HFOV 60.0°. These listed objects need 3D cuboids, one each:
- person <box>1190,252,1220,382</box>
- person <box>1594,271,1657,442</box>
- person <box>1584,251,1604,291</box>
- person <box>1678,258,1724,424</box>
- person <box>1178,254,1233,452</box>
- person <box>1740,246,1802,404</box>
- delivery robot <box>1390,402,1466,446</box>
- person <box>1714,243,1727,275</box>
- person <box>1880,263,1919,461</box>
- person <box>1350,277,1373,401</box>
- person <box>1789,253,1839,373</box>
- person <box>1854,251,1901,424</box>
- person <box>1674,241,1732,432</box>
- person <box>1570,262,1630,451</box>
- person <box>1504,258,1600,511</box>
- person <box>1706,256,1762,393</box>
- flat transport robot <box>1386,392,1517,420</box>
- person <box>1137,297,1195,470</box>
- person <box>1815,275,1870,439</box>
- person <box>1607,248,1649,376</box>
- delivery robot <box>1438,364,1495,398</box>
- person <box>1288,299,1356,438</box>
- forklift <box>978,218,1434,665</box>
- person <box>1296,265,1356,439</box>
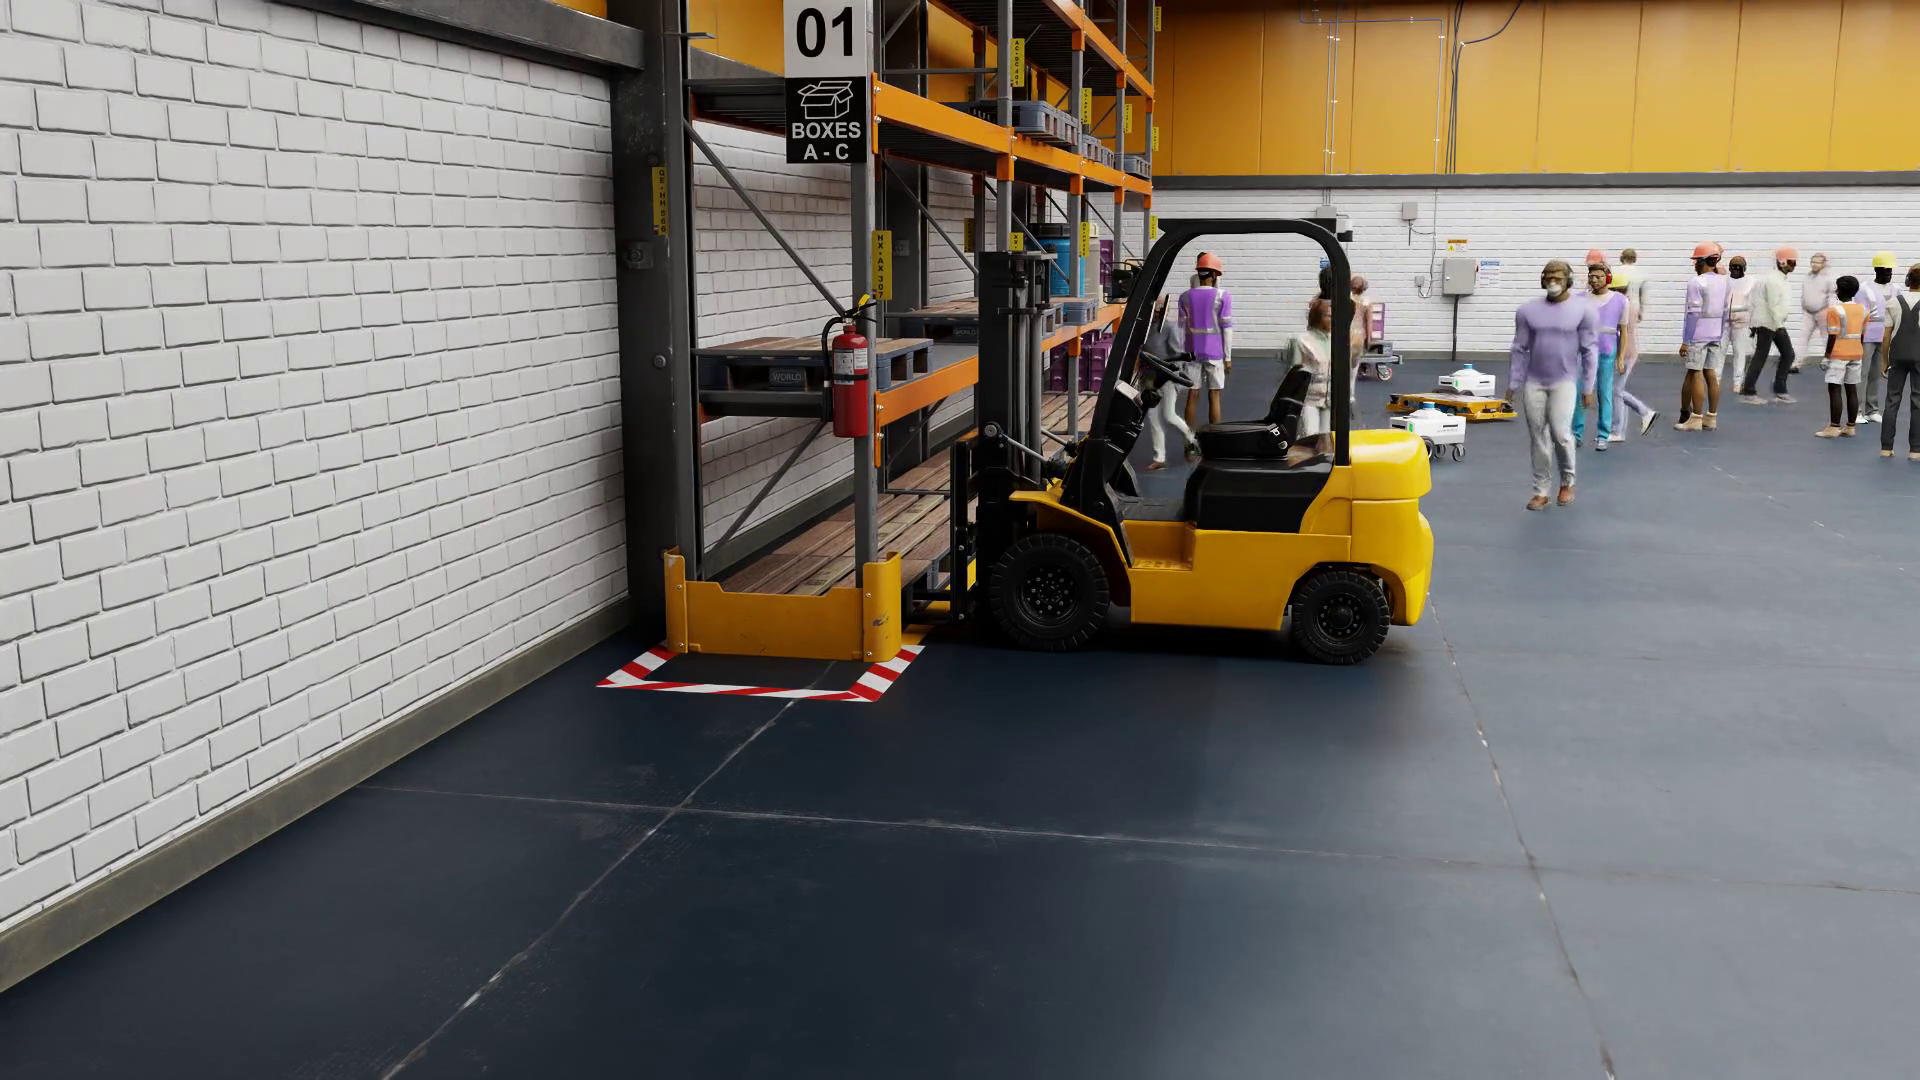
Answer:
[{"bbox_3d":[3.521,-3.228,24.130,0.520,1.865,0.332,8,13,36],"label":"person"},{"bbox_3d":[6.809,-1.861,16.971,0.591,1.746,0.534,2,10,9],"label":"person"},{"bbox_3d":[9.881,-3.565,25.959,1.004,1.870,0.569,-2,10,-10],"label":"person"},{"bbox_3d":[8.197,-2.223,18.413,0.360,1.935,0.552,5,12,27],"label":"person"},{"bbox_3d":[2.370,-1.782,16.030,0.542,1.927,0.379,6,12,29],"label":"person"},{"bbox_3d":[10.182,-2.655,20.697,0.775,1.968,0.605,10,14,44],"label":"person"},{"bbox_3d":[4.356,-1.043,15.484,0.707,0.478,0.477,-5,11,-26],"label":"delivery robot"},{"bbox_3d":[12.064,-3.767,26.720,0.391,1.995,0.613,0,10,1],"label":"person"},{"bbox_3d":[8.917,-1.663,15.601,0.506,1.846,0.345,9,14,42],"label":"person"},{"bbox_3d":[4.816,-2.438,20.522,0.504,1.600,0.722,2,10,8],"label":"person"},{"bbox_3d":[13.197,-3.473,25.540,1.005,1.858,0.691,-5,11,-25],"label":"person"},{"bbox_3d":[10.285,-2.265,18.677,0.588,1.927,0.370,-3,11,-18],"label":"person"},{"bbox_3d":[7.967,-2.180,17.892,0.612,2.041,0.394,-6,12,-29],"label":"person"},{"bbox_3d":[6.255,-1.800,16.350,0.571,1.843,0.373,8,13,37],"label":"person"},{"bbox_3d":[4.506,-1.177,12.707,0.634,1.924,0.431,9,13,39],"label":"person"},{"bbox_3d":[10.397,-2.896,22.385,0.621,1.838,0.429,7,12,34],"label":"person"},{"bbox_3d":[5.722,-1.569,19.401,0.652,0.197,1.431,-6,12,-29],"label":"flat transport robot"},{"bbox_3d":[1.858,-1.439,15.052,0.584,1.604,0.542,-9,13,-40],"label":"person"},{"bbox_3d":[9.164,-1.894,17.268,0.540,1.696,0.317,-4,11,-22],"label":"person"},{"bbox_3d":[10.049,-3.460,25.250,0.659,1.913,0.804,0,10,1],"label":"person"},{"bbox_3d":[6.121,-1.883,20.086,0.707,0.478,0.477,-6,12,-30],"label":"delivery robot"},{"bbox_3d":[2.770,-1.008,12.633,0.525,1.614,0.650,-5,11,-24],"label":"person"},{"bbox_3d":[1.285,-0.567,8.635,2.313,2.155,1.214,2,11,11],"label":"forklift"},{"bbox_3d":[3.637,-1.830,16.615,0.527,1.816,0.637,-5,12,-27],"label":"person"}]
